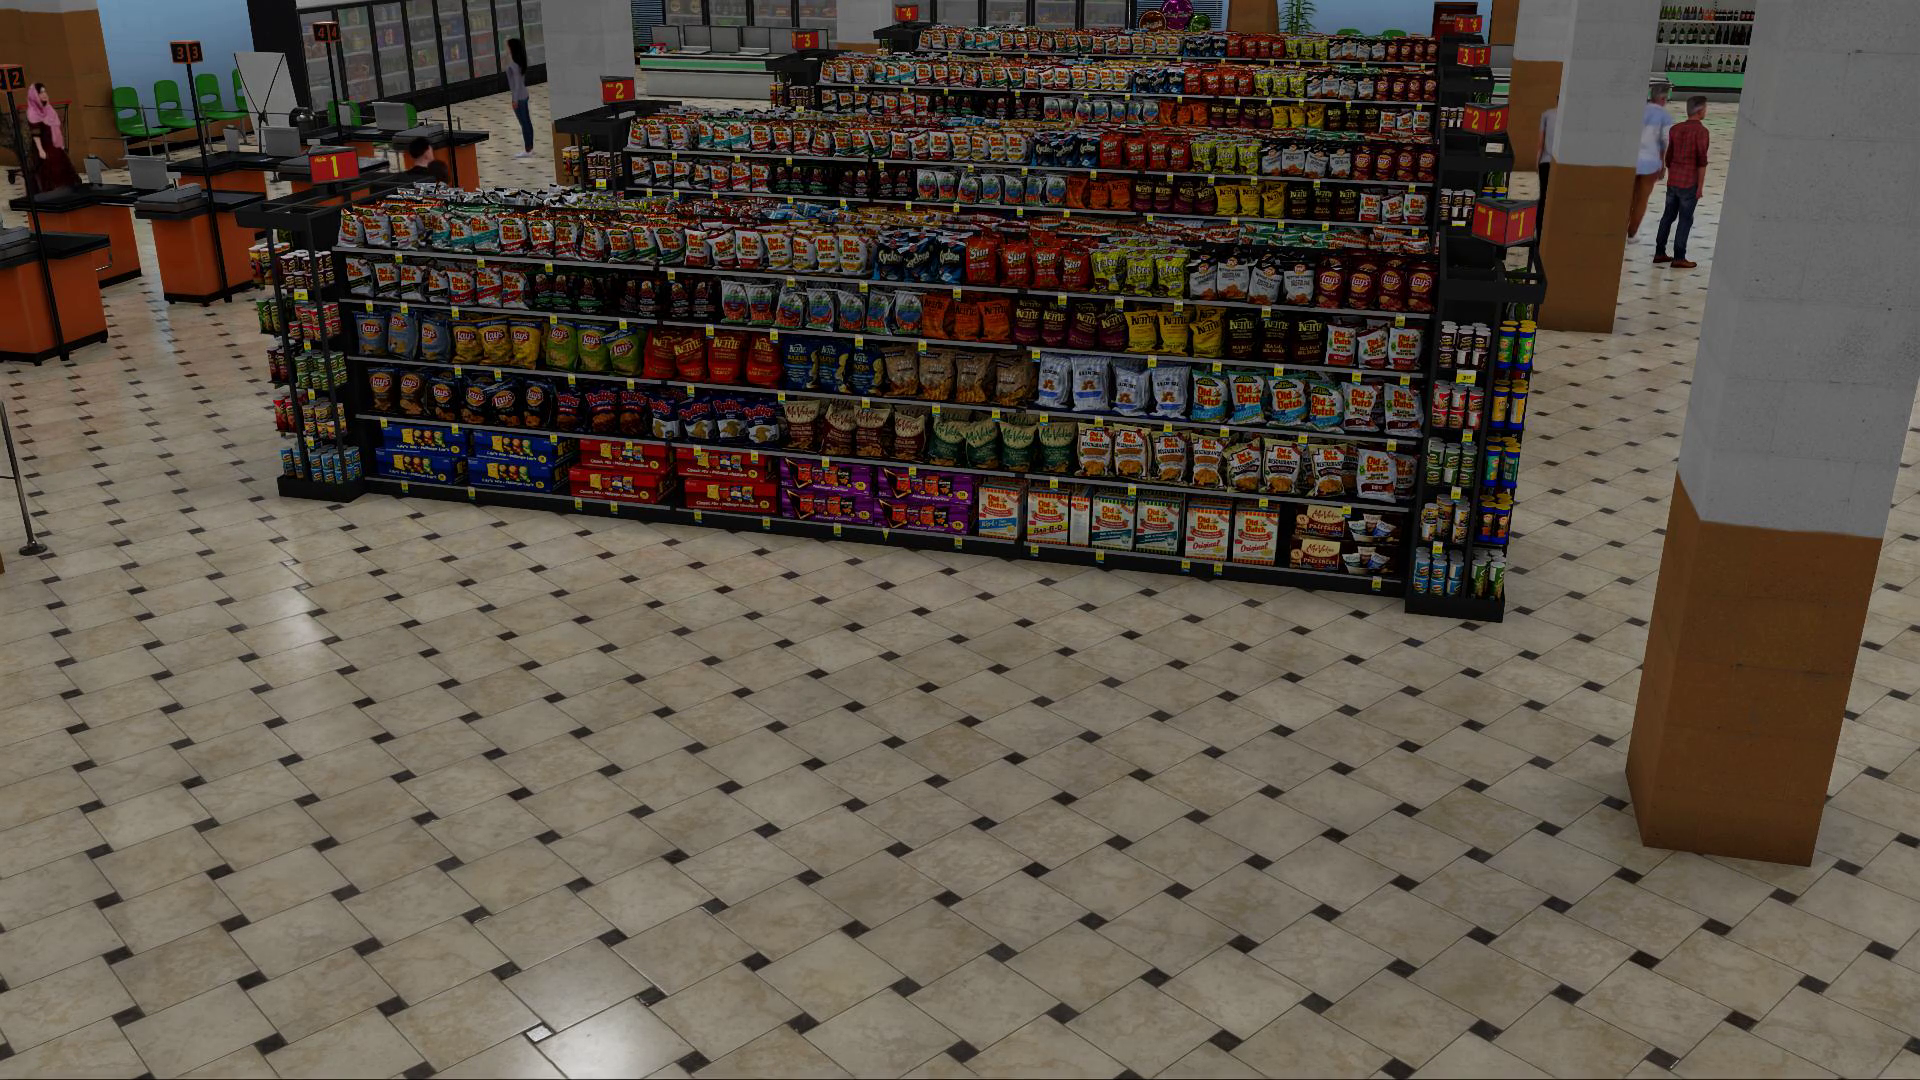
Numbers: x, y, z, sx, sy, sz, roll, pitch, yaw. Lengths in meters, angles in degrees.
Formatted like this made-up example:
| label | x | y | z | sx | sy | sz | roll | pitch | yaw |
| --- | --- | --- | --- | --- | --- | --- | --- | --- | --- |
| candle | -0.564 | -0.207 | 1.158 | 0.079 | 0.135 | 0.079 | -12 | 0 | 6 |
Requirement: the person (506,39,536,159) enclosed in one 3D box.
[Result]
| label | x | y | z | sx | sy | sz | roll | pitch | yaw |
| --- | --- | --- | --- | --- | --- | --- | --- | --- | --- |
| person | -6.650 | -6.704 | 25.216 | 0.605 | 1.741 | 0.656 | 0 | 22 | 1 |

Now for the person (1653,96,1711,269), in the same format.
| label | x | y | z | sx | sy | sz | roll | pitch | yaw |
| --- | --- | --- | --- | --- | --- | --- | --- | --- | --- |
| person | 7.910 | -3.921 | 18.170 | 0.776 | 1.831 | 0.759 | -9 | 23 | -20 |

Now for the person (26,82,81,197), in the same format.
| label | x | y | z | sx | sy | sz | roll | pitch | yaw |
| --- | --- | --- | --- | --- | --- | --- | --- | --- | --- |
| person | -11.569 | -4.909 | 20.946 | 1.055 | 1.596 | 0.627 | 6 | 23 | 14 |

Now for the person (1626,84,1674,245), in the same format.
| label | x | y | z | sx | sy | sz | roll | pitch | yaw |
| --- | --- | --- | --- | --- | --- | --- | --- | --- | --- |
| person | 7.859 | -4.325 | 19.209 | 0.775 | 1.806 | 0.878 | 20 | 29 | 40 |
